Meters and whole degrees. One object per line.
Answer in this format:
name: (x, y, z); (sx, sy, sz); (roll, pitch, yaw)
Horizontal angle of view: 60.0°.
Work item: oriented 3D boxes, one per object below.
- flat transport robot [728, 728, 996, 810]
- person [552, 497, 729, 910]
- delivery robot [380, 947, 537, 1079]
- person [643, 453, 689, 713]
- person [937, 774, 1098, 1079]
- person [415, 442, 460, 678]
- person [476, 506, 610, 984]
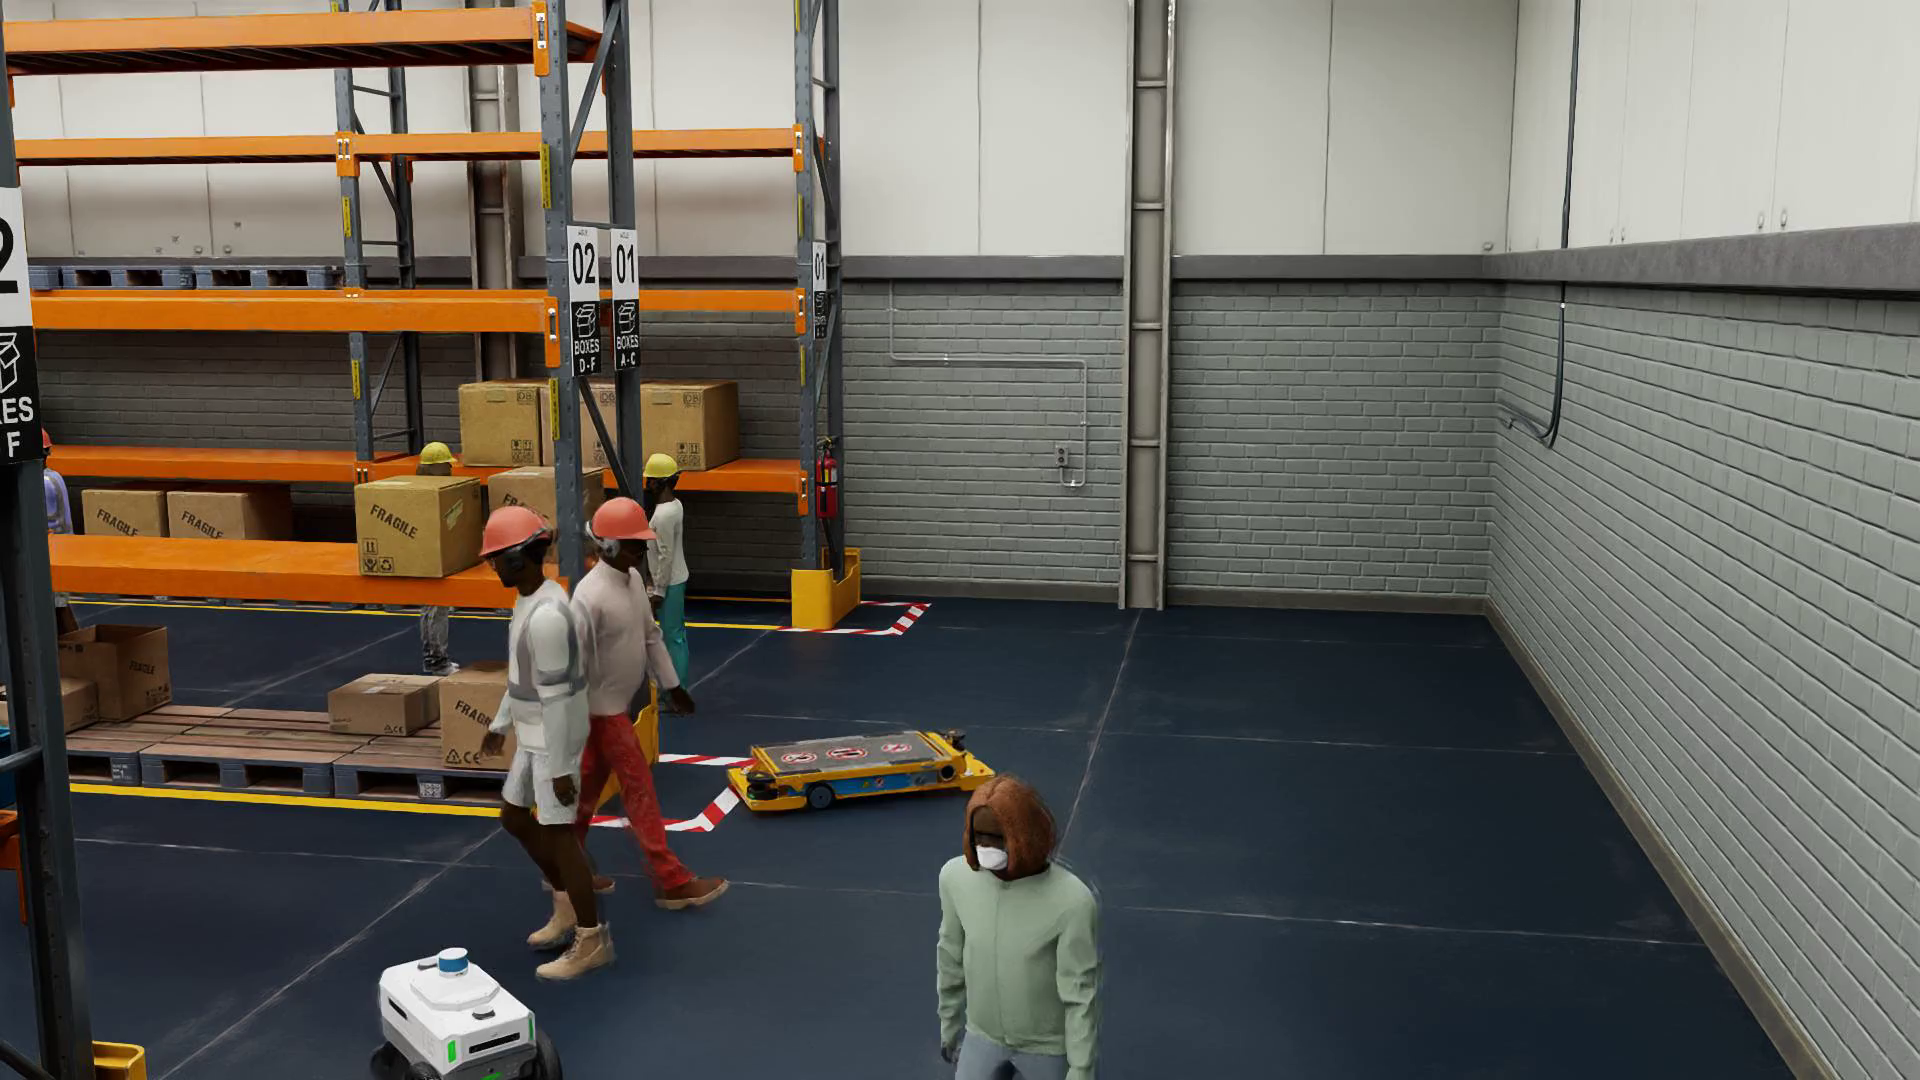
flat transport robot: (-0.573, 1.313, 9.611); (1.431, 0.197, 0.652); (-3, 10, -19)
person: (-1.533, 0.767, 7.817); (0.998, 1.945, 0.629); (1, 9, 4)
delivery robot: (-1.812, 1.711, 5.978); (0.477, 0.478, 0.707); (-7, 12, -38)
person: (-2.006, 0.292, 11.326); (0.309, 1.769, 0.523); (-1, 9, -3)
person: (0.155, 1.436, 4.667); (0.535, 1.608, 0.478); (4, 10, 24)
person: (-3.841, 0.146, 12.296); (0.299, 1.745, 0.483); (-5, 11, -29)
person: (-1.770, 0.850, 7.094); (0.503, 2.008, 0.619); (-3, 10, -19)
